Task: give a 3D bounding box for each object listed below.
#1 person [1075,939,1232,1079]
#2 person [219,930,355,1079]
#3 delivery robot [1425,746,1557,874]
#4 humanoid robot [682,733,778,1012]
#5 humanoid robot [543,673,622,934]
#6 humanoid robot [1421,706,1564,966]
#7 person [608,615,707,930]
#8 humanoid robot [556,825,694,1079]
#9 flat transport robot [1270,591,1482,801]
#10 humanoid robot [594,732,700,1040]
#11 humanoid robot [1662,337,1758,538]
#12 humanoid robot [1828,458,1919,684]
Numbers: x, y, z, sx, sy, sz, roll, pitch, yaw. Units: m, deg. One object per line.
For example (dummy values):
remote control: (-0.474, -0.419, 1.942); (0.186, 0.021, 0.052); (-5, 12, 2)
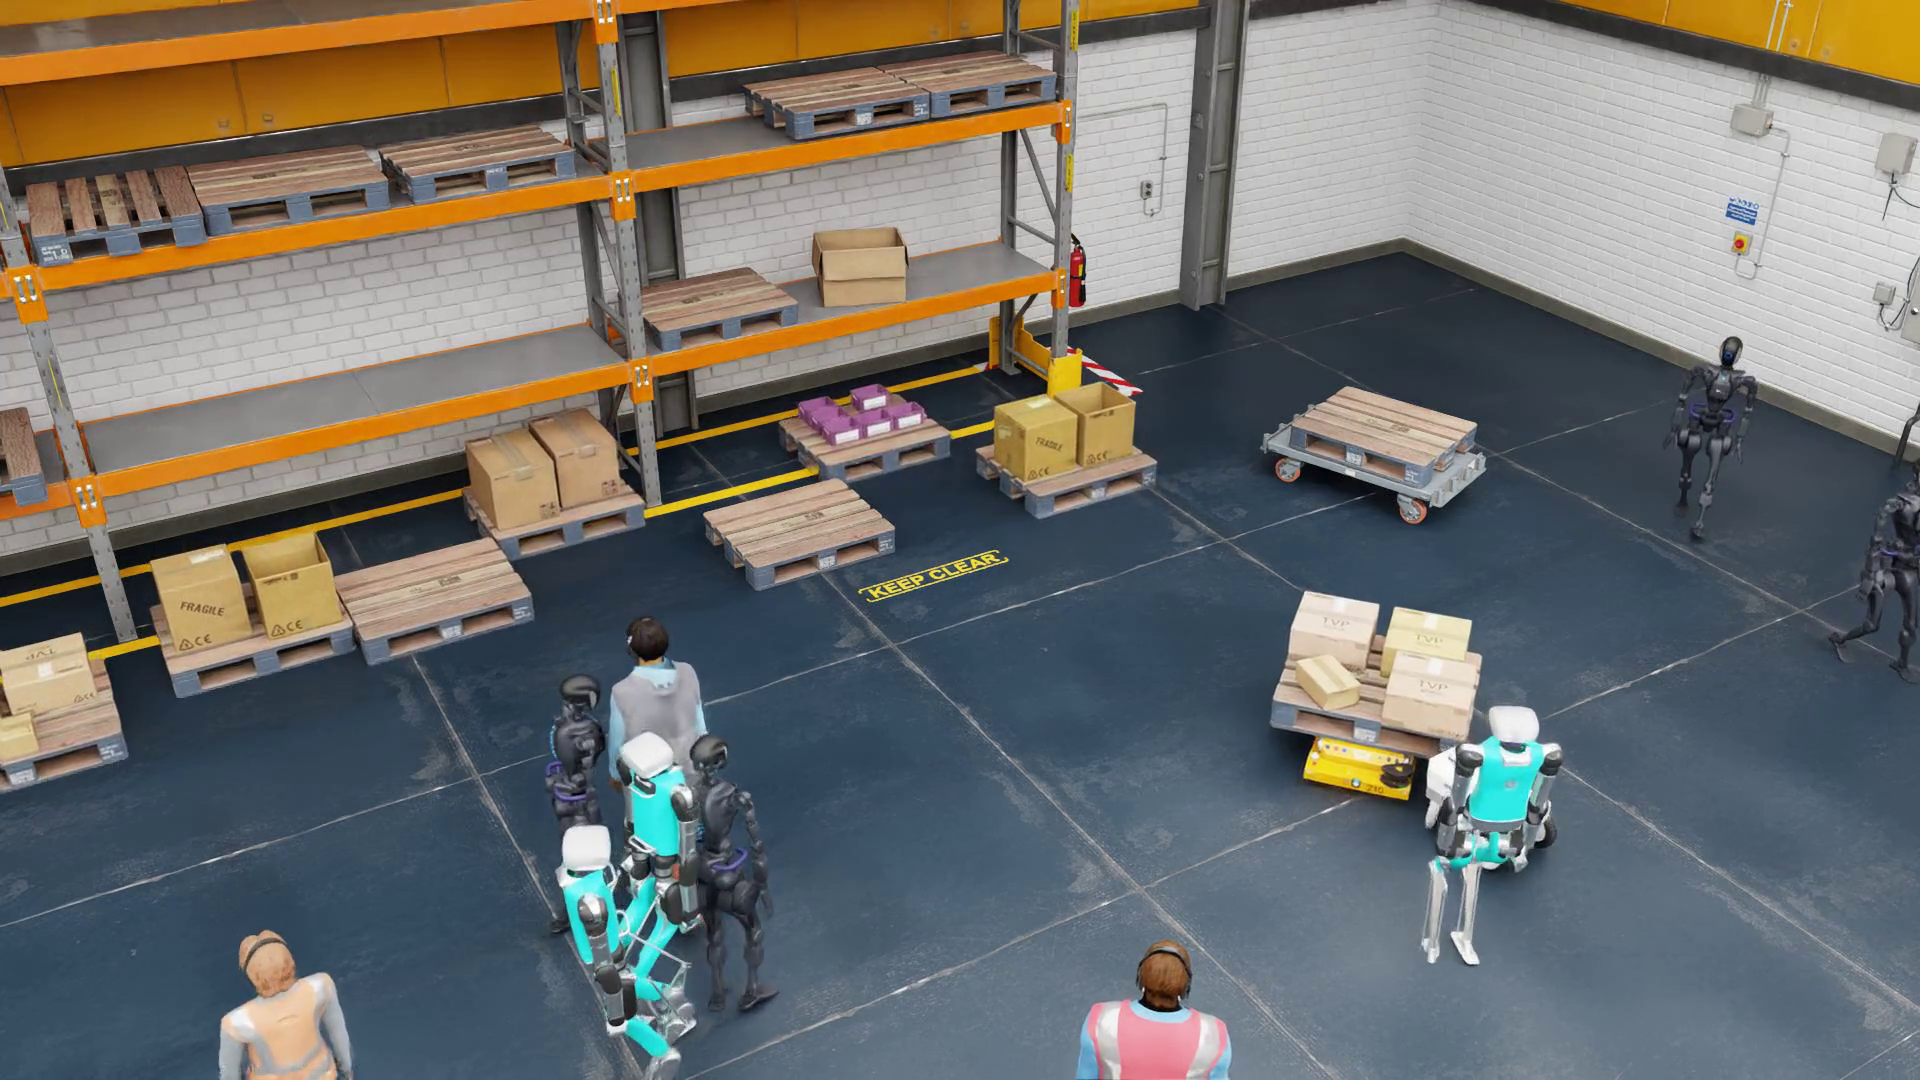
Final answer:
person: (0.805, 2.445, 7.065); (0.643, 1.829, 0.429); (3, 30, 6)
person: (-2.955, 2.399, 7.372); (0.855, 1.590, 0.521); (24, 38, 36)
delivery robot: (3.142, 1.588, 9.892); (0.524, 0.614, 0.786); (-19, 34, -29)
humanoid robot: (-1.221, 1.717, 8.515); (0.585, 1.654, 0.334); (14, 32, 23)
humanoid robot: (-2.110, 1.418, 9.041); (0.446, 1.634, 0.598); (-13, 32, -21)
humanoid robot: (2.726, 1.509, 8.778); (0.536, 1.749, 0.719); (-1, 29, -1)
person: (-1.636, 1.252, 9.164); (0.533, 1.844, 0.908); (-21, 36, -32)
humanoid robot: (-1.486, 2.076, 7.862); (0.678, 1.851, 0.544); (-11, 31, -18)
flat transport robot: (2.712, 1.164, 10.914); (0.659, 0.231, 1.431); (10, 31, 18)
humanoid robot: (-1.613, 1.806, 8.241); (0.531, 1.751, 0.674); (24, 37, 36)
humanoid robot: (5.857, -0.825, 13.032); (0.601, 1.622, 0.760); (13, 32, 22)
humanoid robot: (6.363, 0.174, 11.258); (0.603, 1.630, 0.527); (-5, 30, -8)
